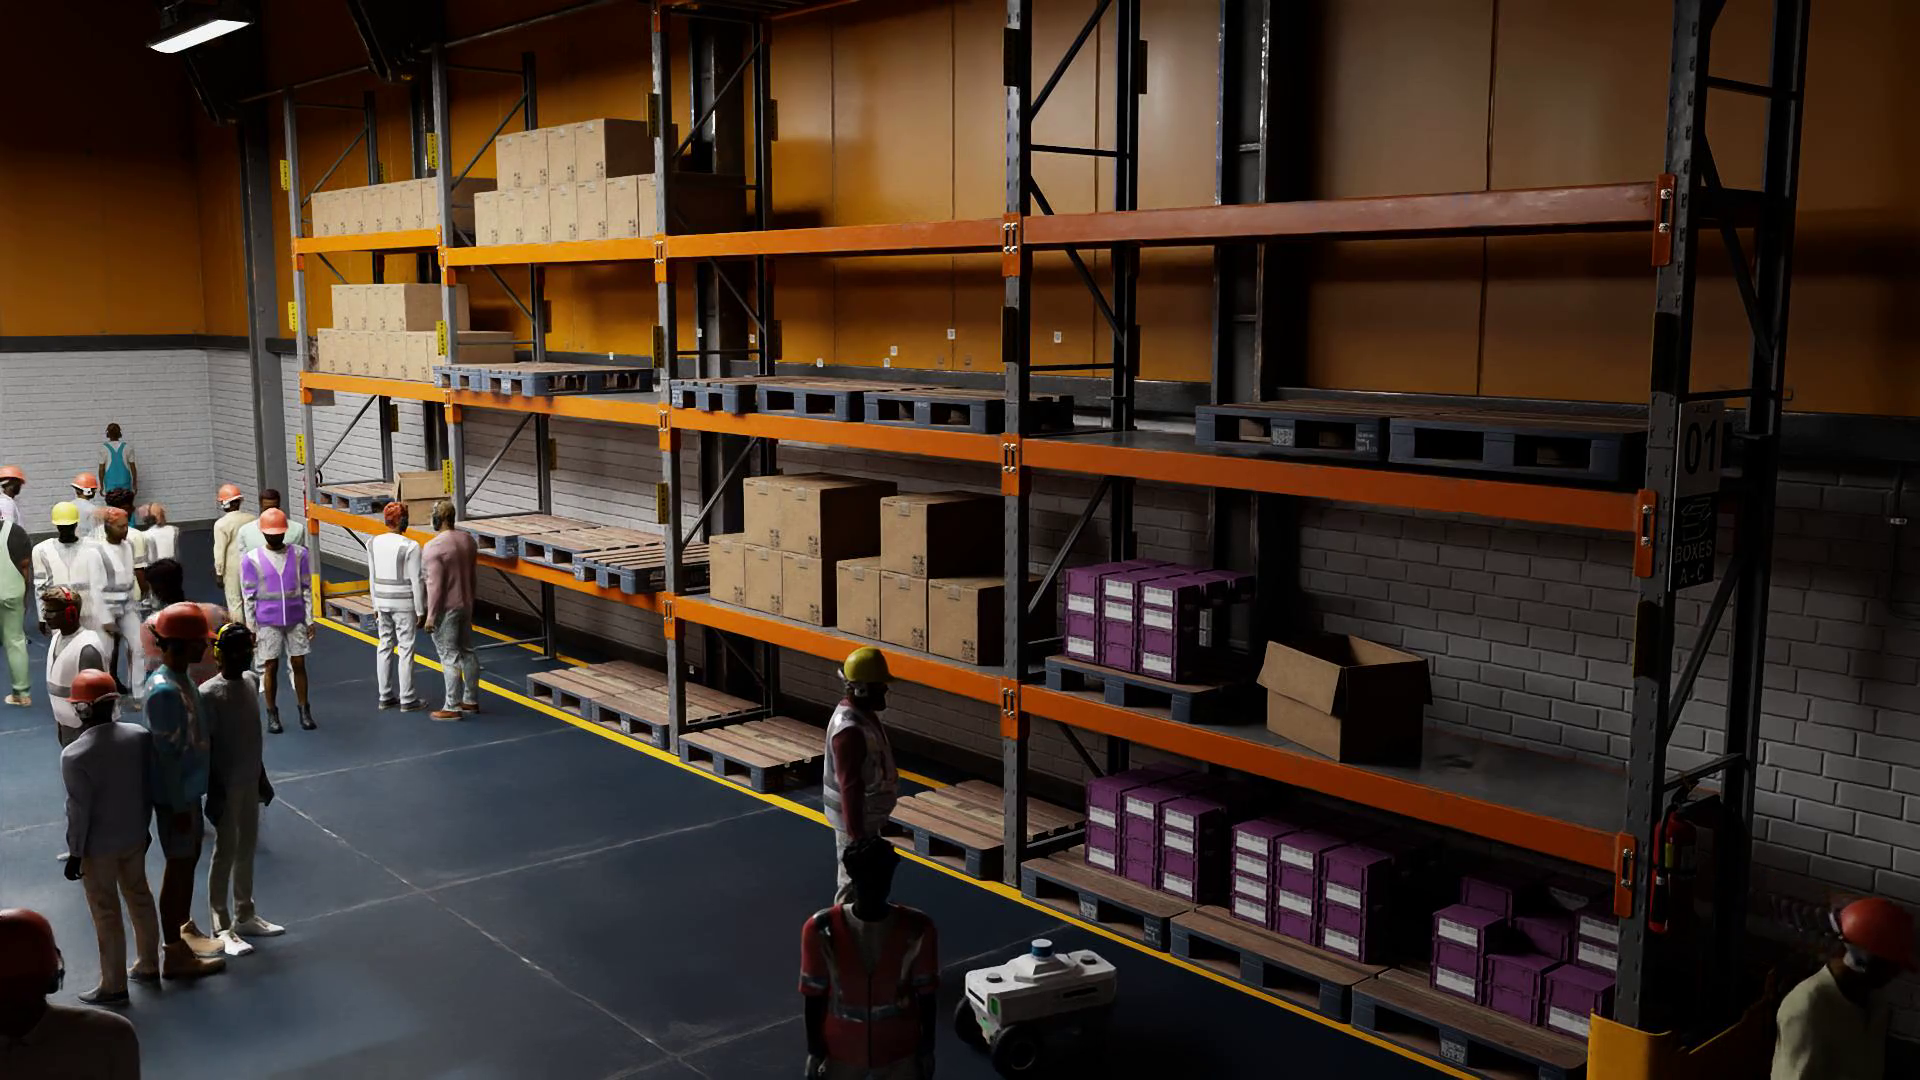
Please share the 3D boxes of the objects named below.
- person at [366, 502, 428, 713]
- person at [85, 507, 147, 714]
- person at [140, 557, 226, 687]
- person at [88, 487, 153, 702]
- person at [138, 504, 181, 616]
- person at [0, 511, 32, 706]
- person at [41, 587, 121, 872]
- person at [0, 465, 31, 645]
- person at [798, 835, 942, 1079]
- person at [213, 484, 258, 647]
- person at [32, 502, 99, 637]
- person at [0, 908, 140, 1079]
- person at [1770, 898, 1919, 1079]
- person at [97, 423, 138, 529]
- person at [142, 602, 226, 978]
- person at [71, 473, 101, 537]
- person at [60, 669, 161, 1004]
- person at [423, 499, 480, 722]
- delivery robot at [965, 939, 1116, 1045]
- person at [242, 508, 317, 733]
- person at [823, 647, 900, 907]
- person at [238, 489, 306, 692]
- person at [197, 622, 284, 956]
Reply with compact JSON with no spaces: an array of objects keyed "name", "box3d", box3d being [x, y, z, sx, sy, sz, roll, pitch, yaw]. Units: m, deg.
[{"name":"person","box3d":[-4.999,0.596,14.787,0.568,1.878,0.351,3,9,20]},{"name":"person","box3d":[-7.353,0.631,14.602,0.744,1.854,0.656,2,8,10]},{"name":"person","box3d":[-5.195,1.072,11.269,0.663,1.928,0.623,6,10,37]},{"name":"person","box3d":[-7.630,0.493,15.173,0.613,1.963,0.361,3,9,19]},{"name":"person","box3d":[-8.118,0.418,16.954,0.551,1.602,0.574,4,9,26]},{"name":"person","box3d":[-8.649,0.511,14.796,0.535,2.000,0.679,5,10,32]},{"name":"person","box3d":[-5.655,1.201,10.728,0.560,1.837,0.389,7,11,41]},{"name":"person","box3d":[-10.103,0.172,17.634,0.437,1.911,0.724,-4,9,-27]},{"name":"person","box3d":[-0.336,1.916,6.270,0.536,1.691,0.323,-1,8,-4]},{"name":"person","box3d":[-7.558,0.290,17.356,0.361,1.744,0.572,3,9,22]},{"name":"person","box3d":[-7.728,0.615,14.504,0.587,1.920,0.390,-3,9,-21]},{"name":"person","box3d":[-2.624,1.990,4.716,0.621,1.986,0.409,-4,9,-24]},{"name":"person","box3d":[2.894,2.000,5.653,0.582,1.689,0.874,-5,10,-32]},{"name":"person","box3d":[-12.508,-0.818,24.705,0.513,1.845,0.335,-5,10,-33]},{"name":"person","box3d":[-4.201,1.343,9.045,0.407,2.035,0.608,-3,9,-18]},{"name":"person","box3d":[-9.710,0.123,18.534,0.557,1.744,0.348,5,10,32]},{"name":"person","box3d":[-4.459,1.533,8.679,0.343,1.749,0.573,2,9,16]},{"name":"person","box3d":[-4.427,0.609,14.469,0.353,1.936,0.635,3,9,19]},{"name":"delivery robot","box3d":[0.395,2.175,8.040,0.707,0.478,0.477,-4,9,-25]},{"name":"person","box3d":[-5.741,0.678,14.054,0.548,1.925,0.389,-5,10,-34]},{"name":"person","box3d":[-0.525,1.468,8.901,0.403,1.823,0.596,0,8,3]},{"name":"person","box3d":[-6.421,0.463,15.592,0.592,1.910,0.385,-3,9,-23]},{"name":"person","box3d":[-4.067,1.376,9.374,0.317,1.870,0.523,2,8,12]}]
